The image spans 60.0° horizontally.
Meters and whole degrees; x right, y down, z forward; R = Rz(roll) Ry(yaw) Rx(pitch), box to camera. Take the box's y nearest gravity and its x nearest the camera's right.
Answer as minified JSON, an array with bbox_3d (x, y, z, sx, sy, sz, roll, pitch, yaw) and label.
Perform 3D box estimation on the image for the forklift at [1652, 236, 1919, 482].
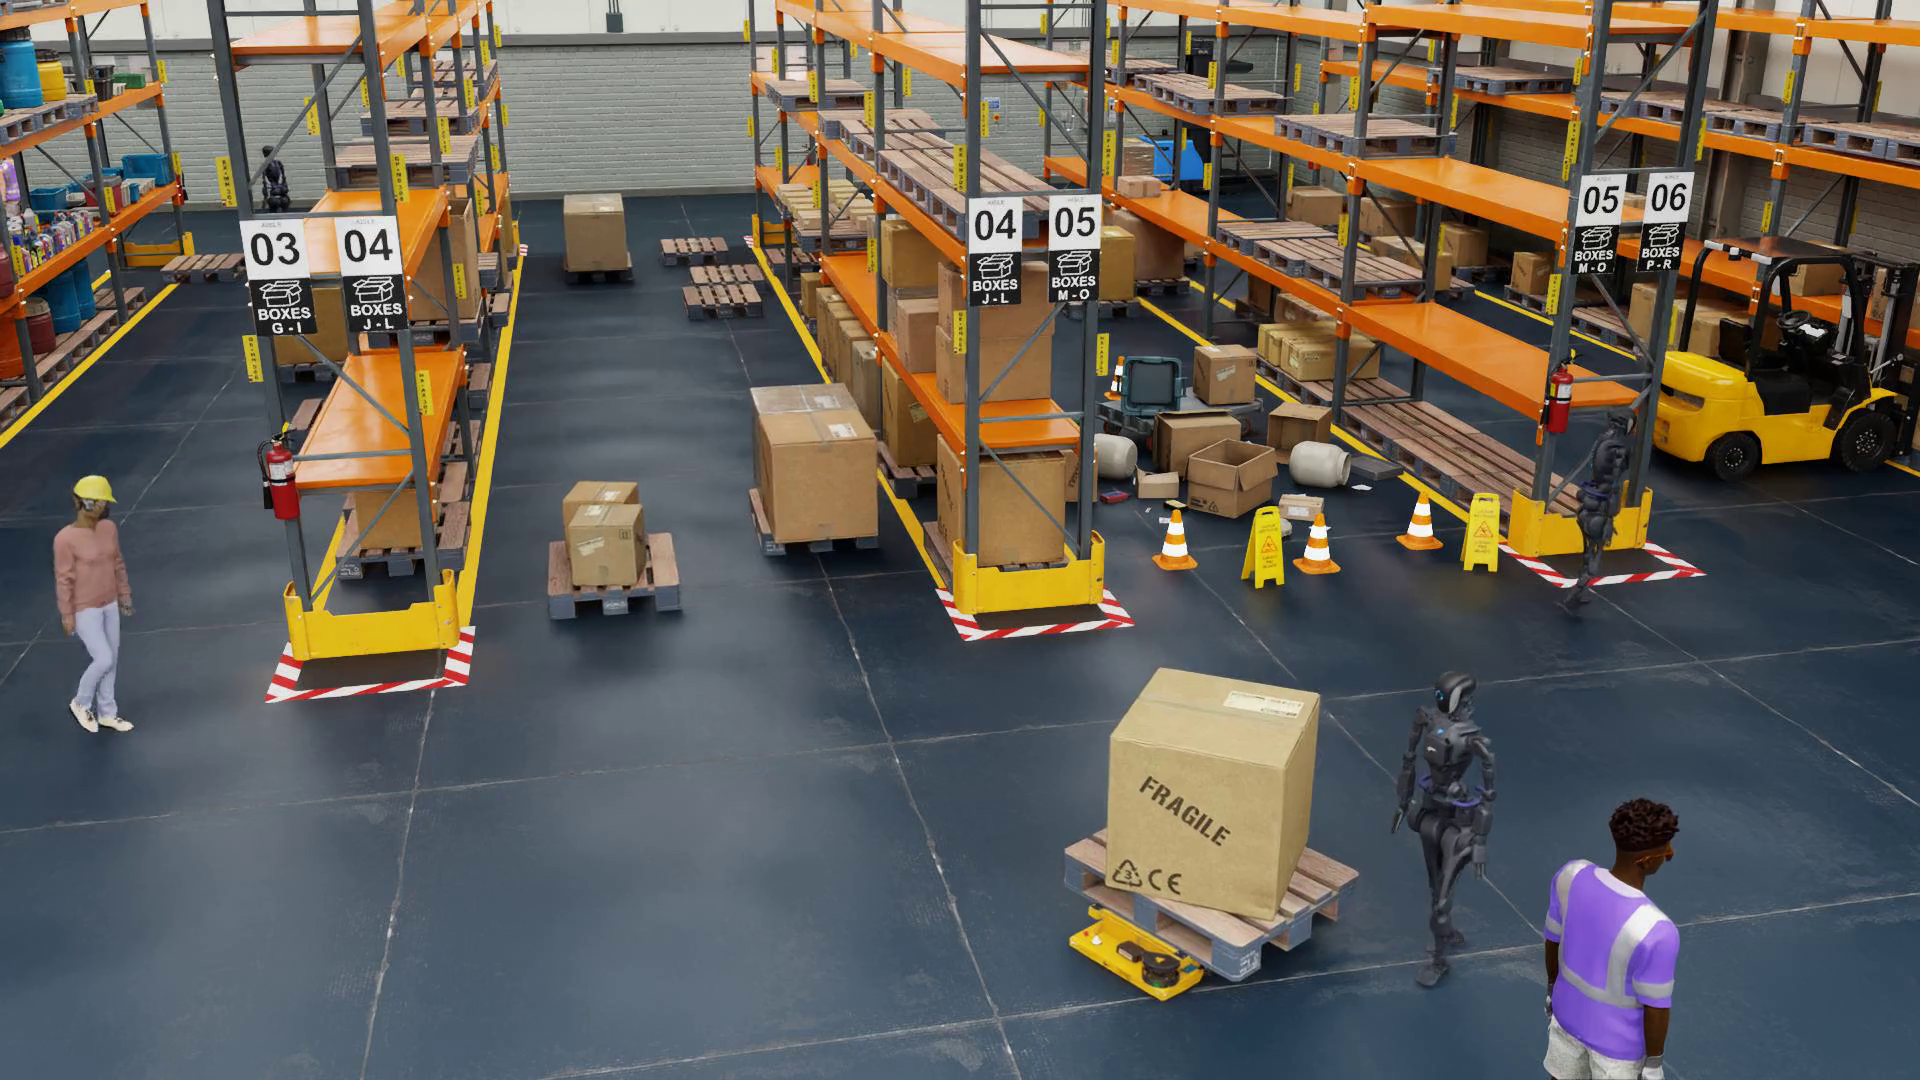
[{"bbox_3d":[8.013,-1.814,16.330,2.313,2.155,1.214,-4,21,-12],"label":"forklift"}]

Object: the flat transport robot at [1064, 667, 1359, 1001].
[{"bbox_3d":[1.329,1.980,8.873,1.431,0.231,0.659,-17,26,-39],"label":"flat transport robot"}]

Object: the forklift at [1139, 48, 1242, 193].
[{"bbox_3d":[4.566,-8.313,32.860,1.873,2.768,1.129,-4,21,-12],"label":"forklift"}]

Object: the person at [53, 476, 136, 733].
[{"bbox_3d":[-5.641,0.441,10.901,0.365,1.730,0.561,5,21,14],"label":"person"}]

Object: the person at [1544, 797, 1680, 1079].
[{"bbox_3d":[2.569,1.912,6.618,0.361,1.963,0.611,-9,22,-22],"label":"person"}]

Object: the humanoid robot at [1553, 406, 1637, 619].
[{"bbox_3d":[4.865,-0.232,12.817,0.477,1.646,0.610,2,21,6],"label":"humanoid robot"}]

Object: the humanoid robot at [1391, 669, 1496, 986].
[{"bbox_3d":[2.460,1.412,8.399,0.534,1.650,0.602,-13,24,-31],"label":"humanoid robot"}]

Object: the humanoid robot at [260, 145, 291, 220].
[{"bbox_3d":[-11.423,-5.775,27.809,0.796,1.623,0.613,7,21,18],"label":"humanoid robot"}]

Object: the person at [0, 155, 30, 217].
[{"bbox_3d":[-15.331,-5.523,27.040,0.350,1.688,0.488,11,23,27],"label":"person"}]
